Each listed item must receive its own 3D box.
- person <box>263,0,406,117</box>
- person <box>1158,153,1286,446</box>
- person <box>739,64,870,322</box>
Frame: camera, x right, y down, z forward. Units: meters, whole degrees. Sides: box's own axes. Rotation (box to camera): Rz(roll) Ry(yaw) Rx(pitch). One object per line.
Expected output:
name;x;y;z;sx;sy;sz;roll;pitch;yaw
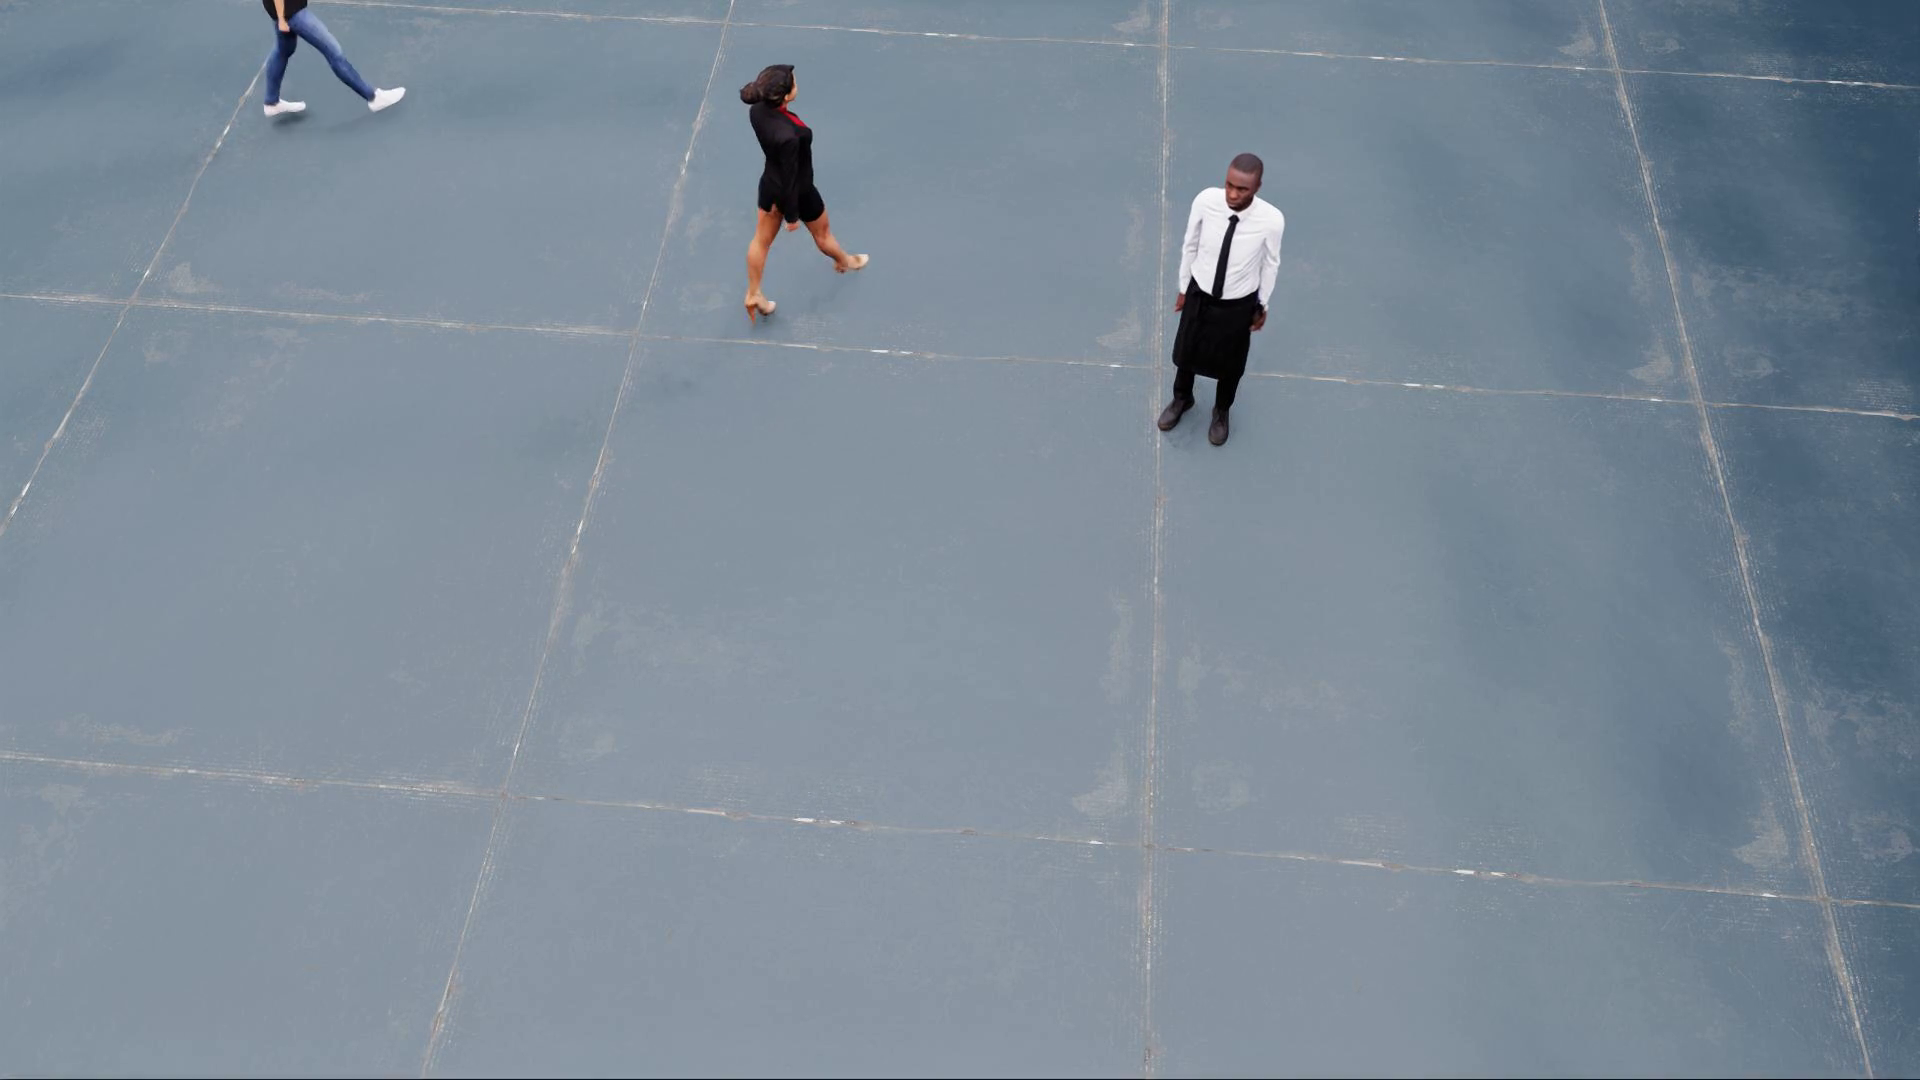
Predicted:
person;-4.146;-3.226;10.074;1.177;1.672;0.912;-18;54;-13
person;1.336;-1.231;8.426;0.589;1.835;0.759;19;55;14
person;-1.006;-1.826;9.041;1.098;1.592;1.023;-32;59;-22
